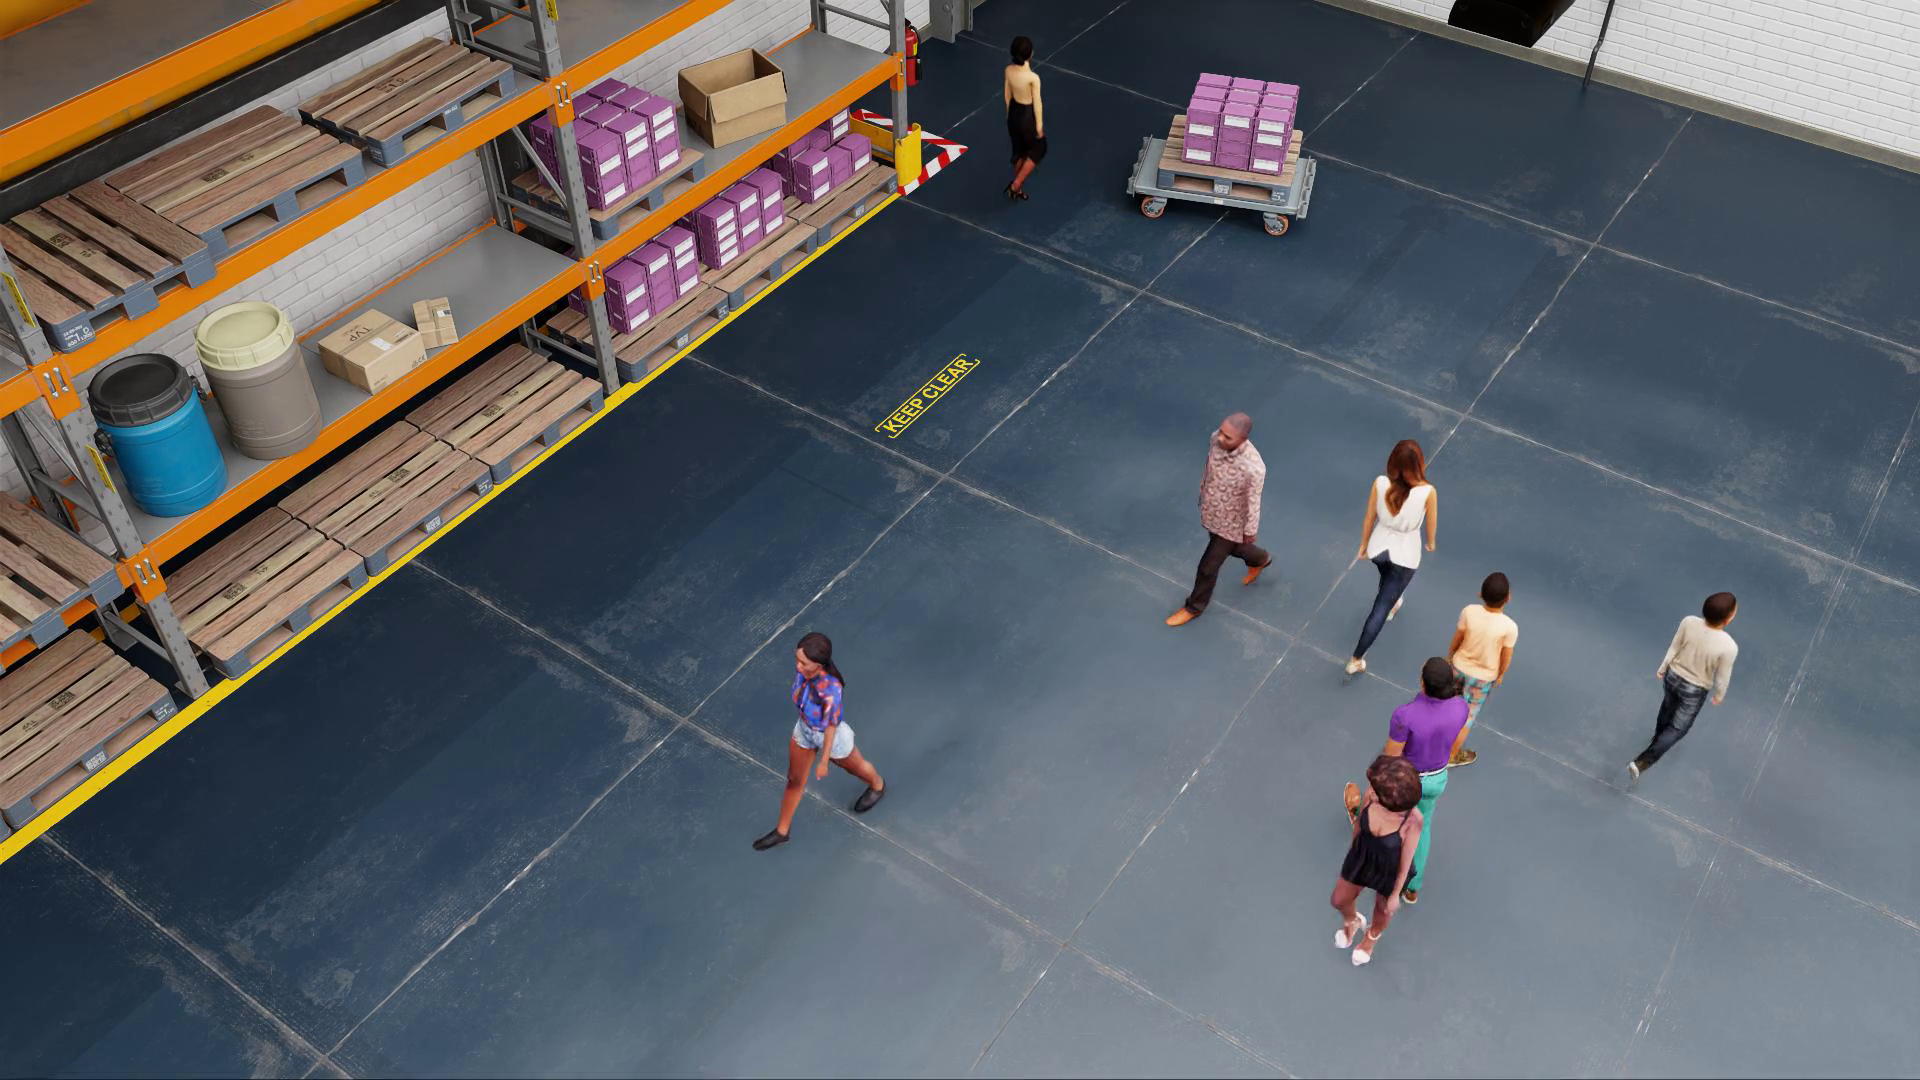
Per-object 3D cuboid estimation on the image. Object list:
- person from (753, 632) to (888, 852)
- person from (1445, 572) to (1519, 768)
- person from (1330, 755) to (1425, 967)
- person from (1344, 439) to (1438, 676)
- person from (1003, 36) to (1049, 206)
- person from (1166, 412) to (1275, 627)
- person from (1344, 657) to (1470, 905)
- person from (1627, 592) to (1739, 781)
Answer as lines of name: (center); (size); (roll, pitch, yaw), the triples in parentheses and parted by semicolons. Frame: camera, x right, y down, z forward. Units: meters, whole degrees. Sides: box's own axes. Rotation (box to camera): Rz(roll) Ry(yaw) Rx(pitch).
person: (-0.727, 1.143, 9.906); (1.234, 1.688, 0.808); (-30, 51, -28)
person: (3.202, 0.841, 10.403); (0.577, 1.439, 0.732); (34, 53, 31)
person: (2.375, 1.746, 9.209); (0.618, 1.775, 0.646); (31, 52, 28)
person: (2.809, 0.164, 10.909); (0.593, 1.722, 1.128); (27, 50, 26)
person: (0.518, -3.737, 15.061); (0.644, 1.642, 0.717); (34, 53, 31)
person: (1.878, -0.200, 11.239); (1.267, 1.793, 1.066); (-17, 46, -17)
person: (2.641, 1.432, 9.573); (1.104, 1.728, 1.168); (-6, 44, -6)
person: (4.465, 0.920, 10.316); (0.990, 1.444, 0.735); (-27, 50, -26)
